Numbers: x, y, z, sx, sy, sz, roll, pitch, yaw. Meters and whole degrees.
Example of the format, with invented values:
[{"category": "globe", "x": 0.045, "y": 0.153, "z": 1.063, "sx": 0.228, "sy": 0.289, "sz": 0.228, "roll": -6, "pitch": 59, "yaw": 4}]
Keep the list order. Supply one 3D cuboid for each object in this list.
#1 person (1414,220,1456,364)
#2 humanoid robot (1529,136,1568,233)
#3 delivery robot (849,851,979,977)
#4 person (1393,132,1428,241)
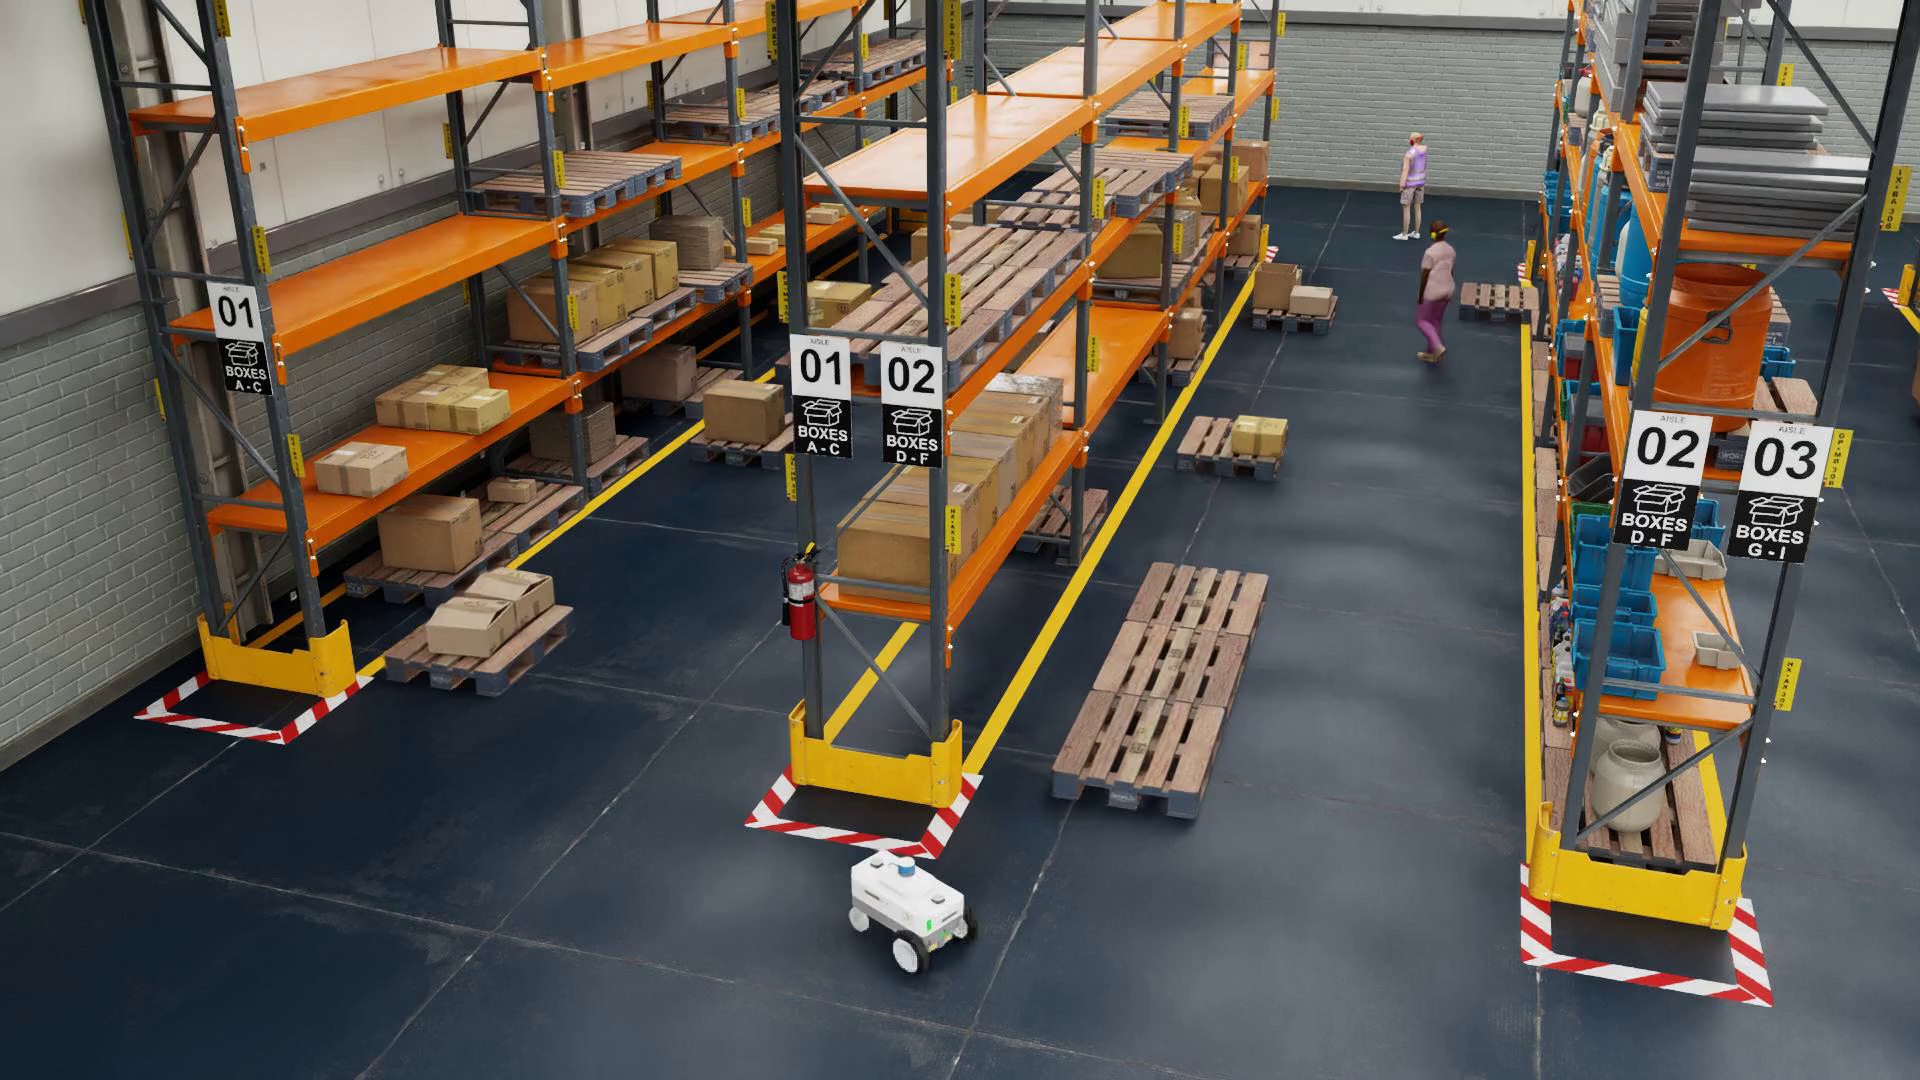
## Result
[{"category": "person", "x": 5.807, "y": -2.970, "z": 20.146, "sx": 0.562, "sy": 1.782, "sz": 0.557, "roll": -12, "pitch": 26, "yaw": -25}, {"category": "humanoid robot", "x": 9.498, "y": -5.628, "z": 26.530, "sx": 0.609, "sy": 1.650, "sz": 0.784, "roll": -19, "pitch": 30, "yaw": -37}, {"category": "delivery robot", "x": -0.305, "y": 2.142, "z": 9.814, "sx": 0.753, "sy": 0.570, "sz": 0.499, "roll": 21, "pitch": 31, "yaw": 40}, {"category": "person", "x": 7.172, "y": -5.603, "z": 26.376, "sx": 0.489, "sy": 1.688, "sz": 0.352, "roll": -14, "pitch": 27, "yaw": -29}]
